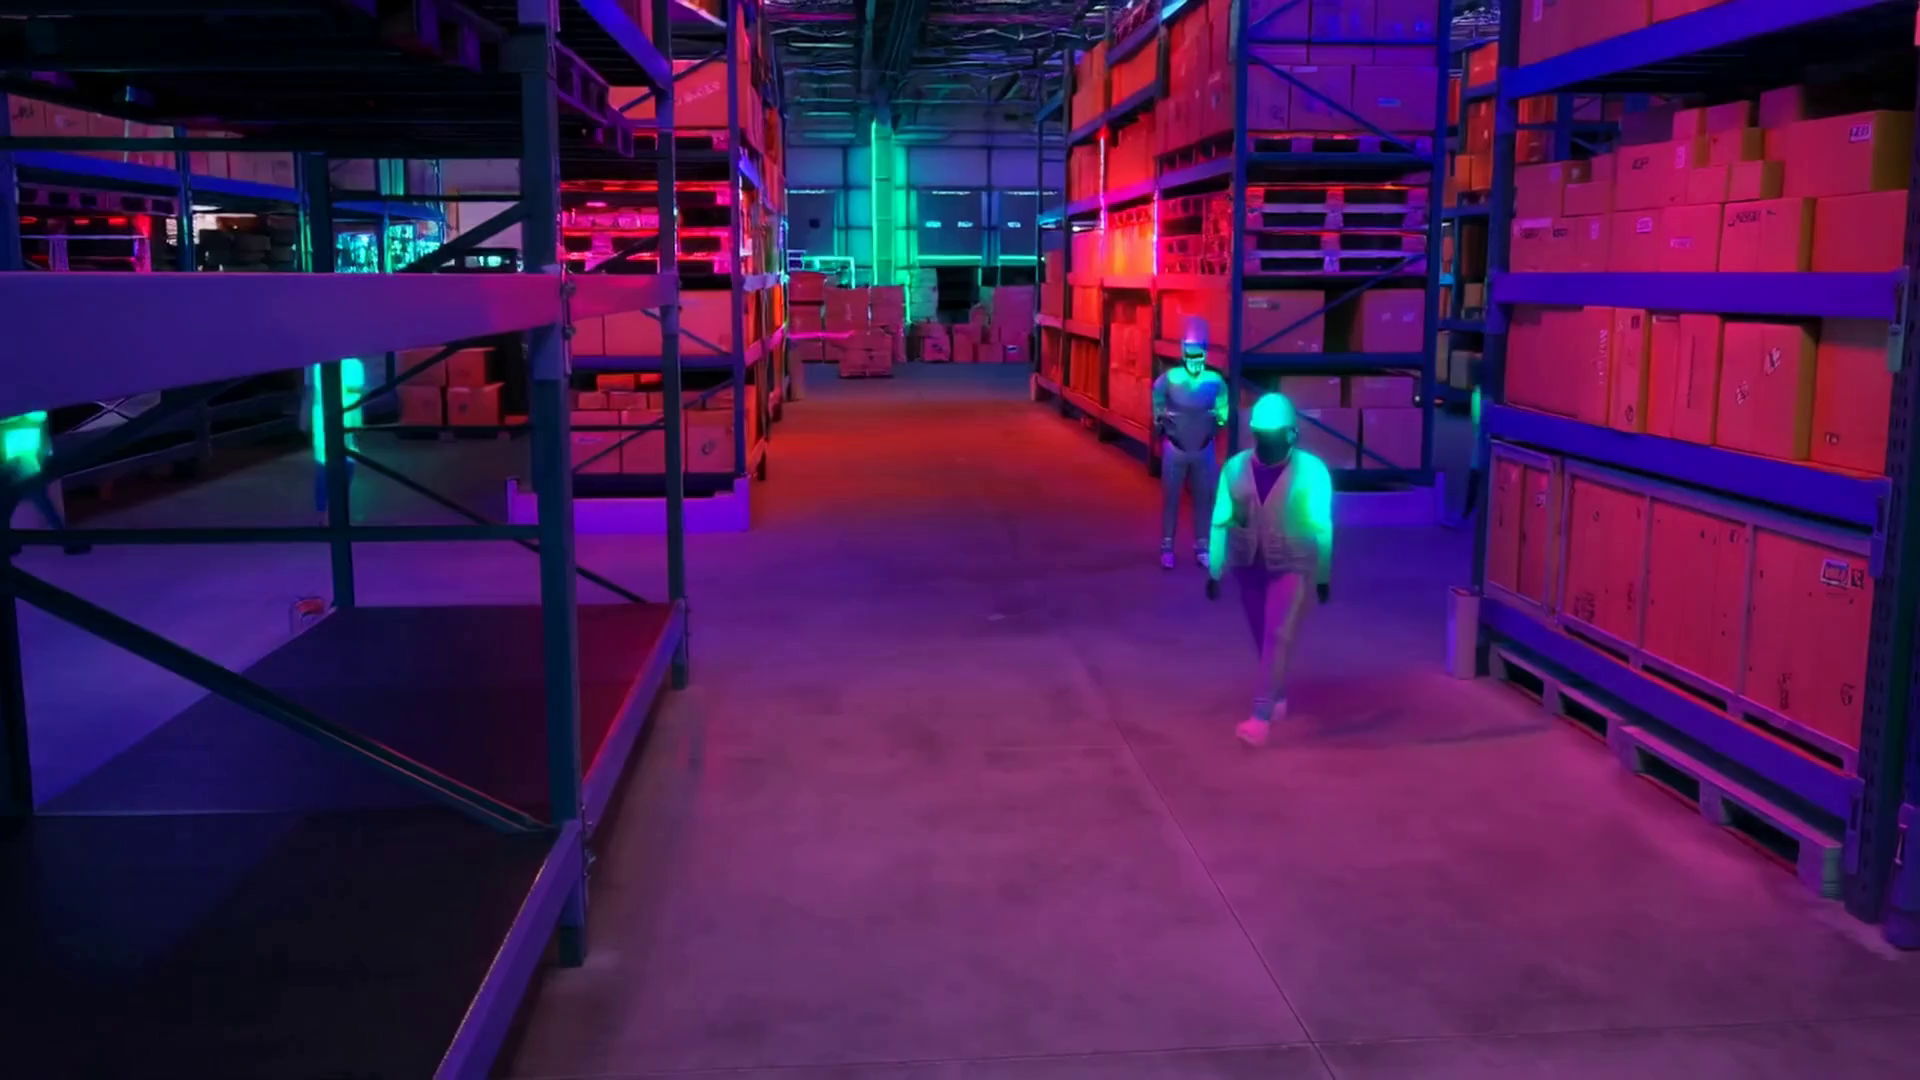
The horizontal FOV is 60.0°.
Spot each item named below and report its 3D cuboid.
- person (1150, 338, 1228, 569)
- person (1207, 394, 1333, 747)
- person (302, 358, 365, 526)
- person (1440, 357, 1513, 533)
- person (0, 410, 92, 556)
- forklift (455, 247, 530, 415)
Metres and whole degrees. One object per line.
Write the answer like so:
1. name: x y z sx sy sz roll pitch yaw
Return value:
1. person: 1.884 -0.707 13.656 0.642 1.900 0.401 -1 9 -3
2. person: 1.566 0.148 8.601 0.618 1.785 0.930 5 11 30
3. person: -5.844 -1.074 15.582 0.684 2.019 0.470 3 10 20
4. person: 4.910 -0.877 15.465 0.875 1.634 0.634 -4 10 -22
5. person: -7.940 -0.786 14.207 1.008 1.879 0.566 -1 9 -6
6. forklift: -7.283 -3.123 25.740 1.129 2.768 1.873 -1 9 -4
